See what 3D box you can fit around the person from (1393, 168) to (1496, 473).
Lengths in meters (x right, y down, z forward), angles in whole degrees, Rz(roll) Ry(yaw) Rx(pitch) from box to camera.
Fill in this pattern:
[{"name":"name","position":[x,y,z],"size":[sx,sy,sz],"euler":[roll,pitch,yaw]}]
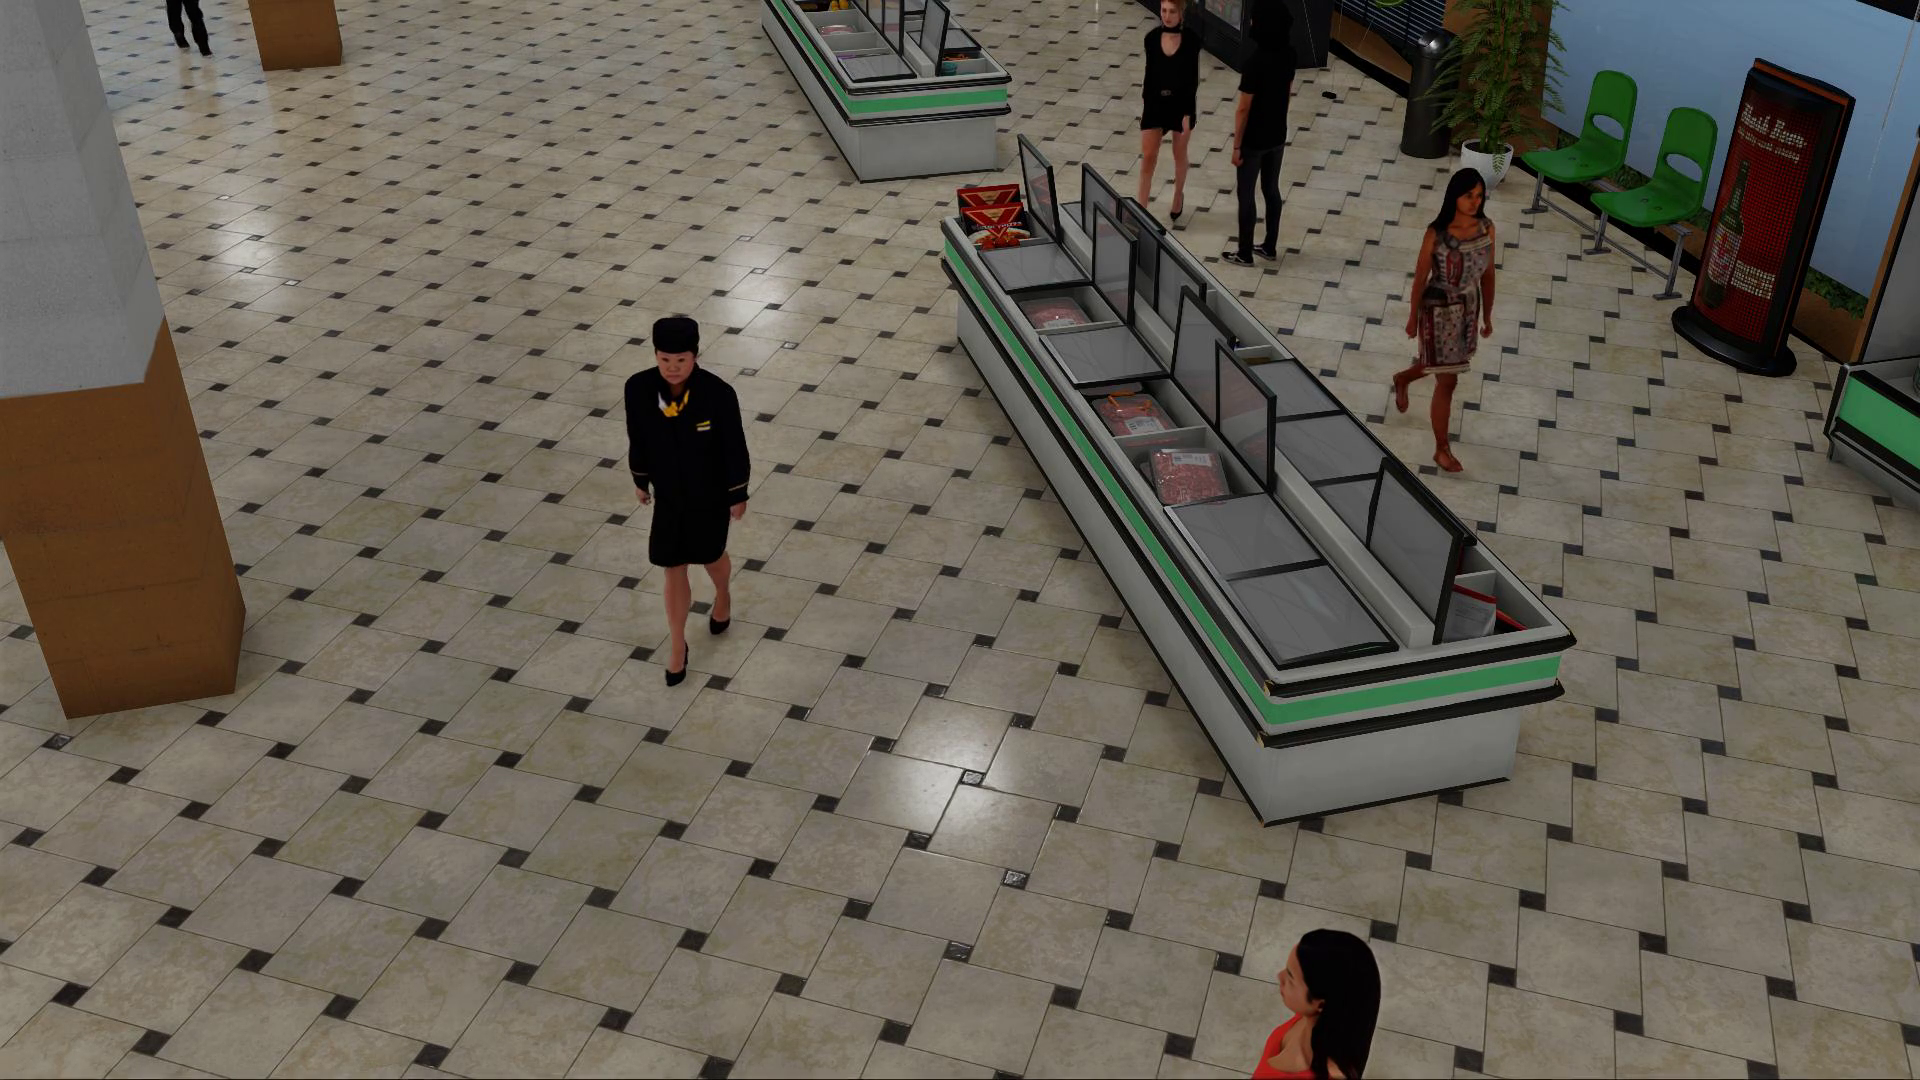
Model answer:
[{"name":"person","position":[2.619,-1.248,9.049],"size":[0.659,1.614,1.100],"euler":[-10,33,-15]}]

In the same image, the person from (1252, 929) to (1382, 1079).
[{"name":"person","position":[0.866,1.651,4.290],"size":[0.724,1.719,0.613],"euler":[7,33,11]}]

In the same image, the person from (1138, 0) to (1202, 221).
[{"name":"person","position":[1.512,-3.016,11.791],"size":[0.977,1.718,1.203],"euler":[9,33,14]}]

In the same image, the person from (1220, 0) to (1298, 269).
[{"name":"person","position":[2.057,-2.757,11.271],"size":[0.694,1.828,0.643],"euler":[-20,37,-29]}]

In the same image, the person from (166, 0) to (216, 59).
[{"name":"person","position":[-7.461,-5.329,15.786],"size":[0.844,1.424,1.056],"euler":[-24,39,-33]}]

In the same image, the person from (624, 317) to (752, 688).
[{"name":"person","position":[-1.163,-0.232,7.382],"size":[0.912,1.649,1.030],"euler":[4,32,7]}]
